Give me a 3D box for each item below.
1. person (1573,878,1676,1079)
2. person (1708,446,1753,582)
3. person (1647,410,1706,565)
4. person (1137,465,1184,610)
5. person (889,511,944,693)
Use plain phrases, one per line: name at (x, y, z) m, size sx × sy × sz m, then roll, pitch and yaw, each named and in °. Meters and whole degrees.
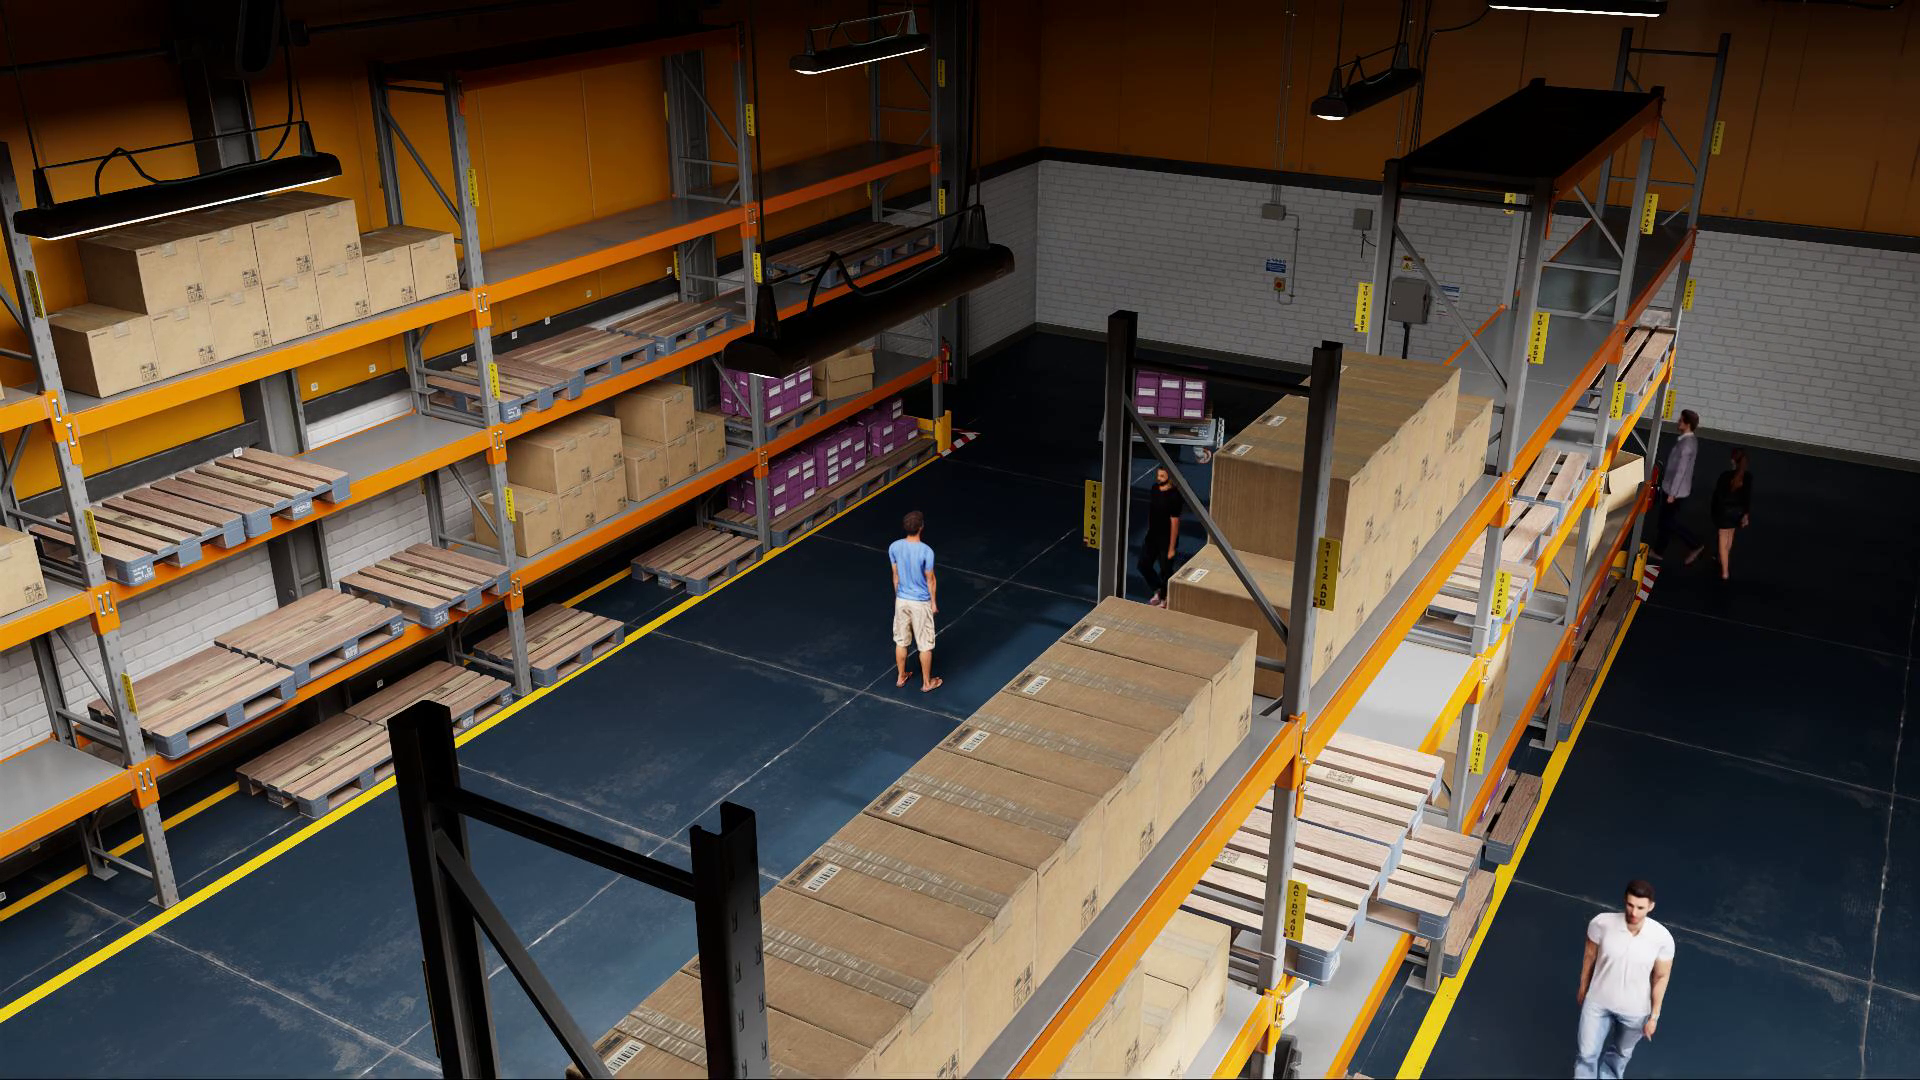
person at (4.310, 2.958, 10.846) m, size 0.708 × 1.830 × 1.044 m, roll 12°, pitch 26°, yaw 25°
person at (8.619, -0.273, 18.619) m, size 0.858 × 1.525 × 1.073 m, roll 2°, pitch 24°, yaw 4°
person at (8.231, -0.571, 18.909) m, size 0.778 × 1.840 × 0.885 m, roll 11°, pitch 26°, yaw 23°
person at (2.229, -0.032, 17.789) m, size 0.769 × 1.748 × 0.764 m, roll -15°, pitch 28°, yaw -30°
person at (-0.446, 0.591, 16.220) m, size 0.661 × 1.864 × 0.585 m, roll 11°, pitch 26°, yaw 23°
